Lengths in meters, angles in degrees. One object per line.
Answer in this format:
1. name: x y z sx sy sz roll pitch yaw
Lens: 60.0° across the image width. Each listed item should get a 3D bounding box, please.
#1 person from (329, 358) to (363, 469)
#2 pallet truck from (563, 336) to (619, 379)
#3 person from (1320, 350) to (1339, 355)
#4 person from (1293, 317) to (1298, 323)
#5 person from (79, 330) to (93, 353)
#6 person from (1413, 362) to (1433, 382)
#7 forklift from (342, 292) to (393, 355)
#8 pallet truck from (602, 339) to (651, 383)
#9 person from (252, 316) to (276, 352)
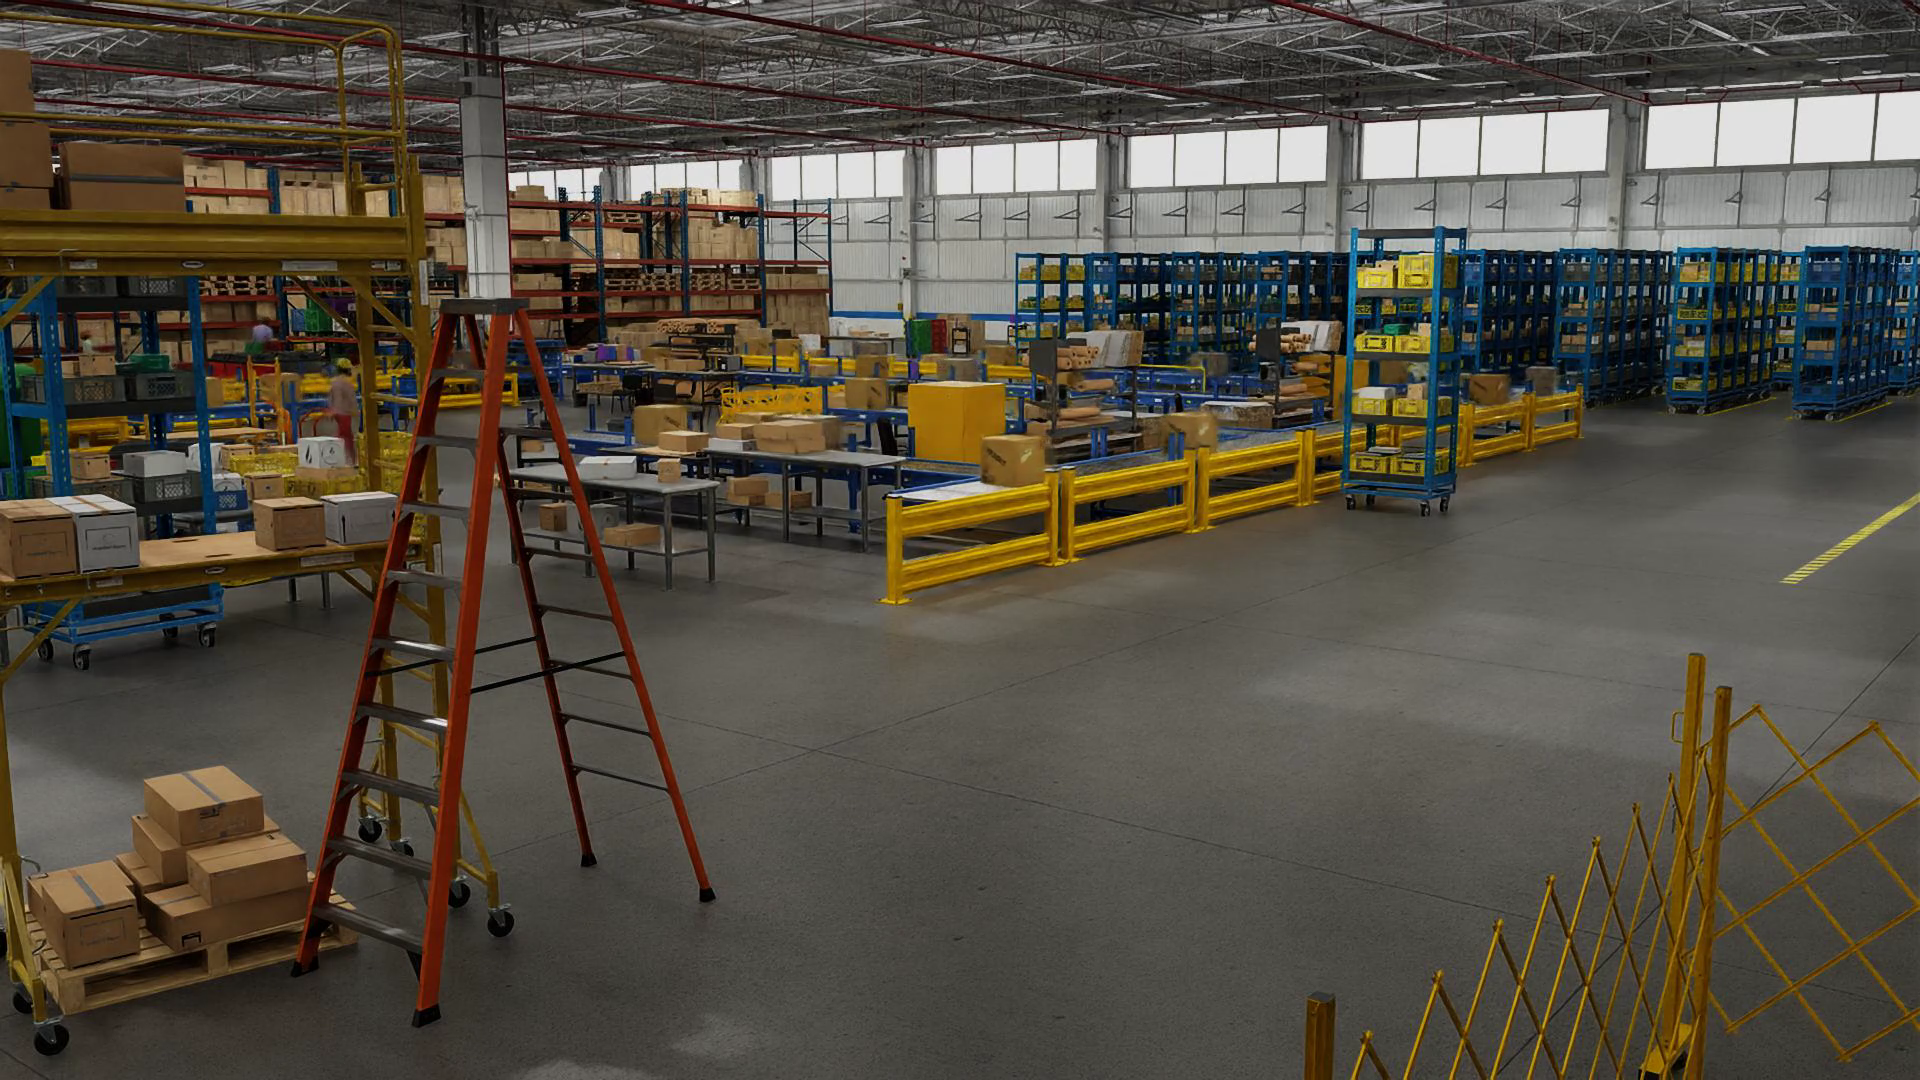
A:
1. person: -9.361 -1.921 25.554 0.553 1.732 0.818 7 11 37
2. pallet truck: -10.690 -5.294 48.215 1.601 1.201 0.680 -5 10 -26
3. person: 8.390 -3.992 38.094 0.652 1.877 0.872 -9 13 -44
4. person: 10.269 -6.051 50.605 0.414 1.985 0.611 7 11 36
5. person: -22.422 -4.633 42.968 0.681 1.598 0.514 -6 11 -32
6. person: 9.840 -3.497 35.181 0.552 1.814 0.598 7 11 36
7. forklift: -16.485 -5.622 45.120 1.129 2.768 1.873 7 11 37
8. pallet truck: -8.991 -4.871 45.351 0.653 1.274 1.630 7 11 37
9. person: -18.677 -5.053 44.621 0.646 1.894 0.668 4 10 23
